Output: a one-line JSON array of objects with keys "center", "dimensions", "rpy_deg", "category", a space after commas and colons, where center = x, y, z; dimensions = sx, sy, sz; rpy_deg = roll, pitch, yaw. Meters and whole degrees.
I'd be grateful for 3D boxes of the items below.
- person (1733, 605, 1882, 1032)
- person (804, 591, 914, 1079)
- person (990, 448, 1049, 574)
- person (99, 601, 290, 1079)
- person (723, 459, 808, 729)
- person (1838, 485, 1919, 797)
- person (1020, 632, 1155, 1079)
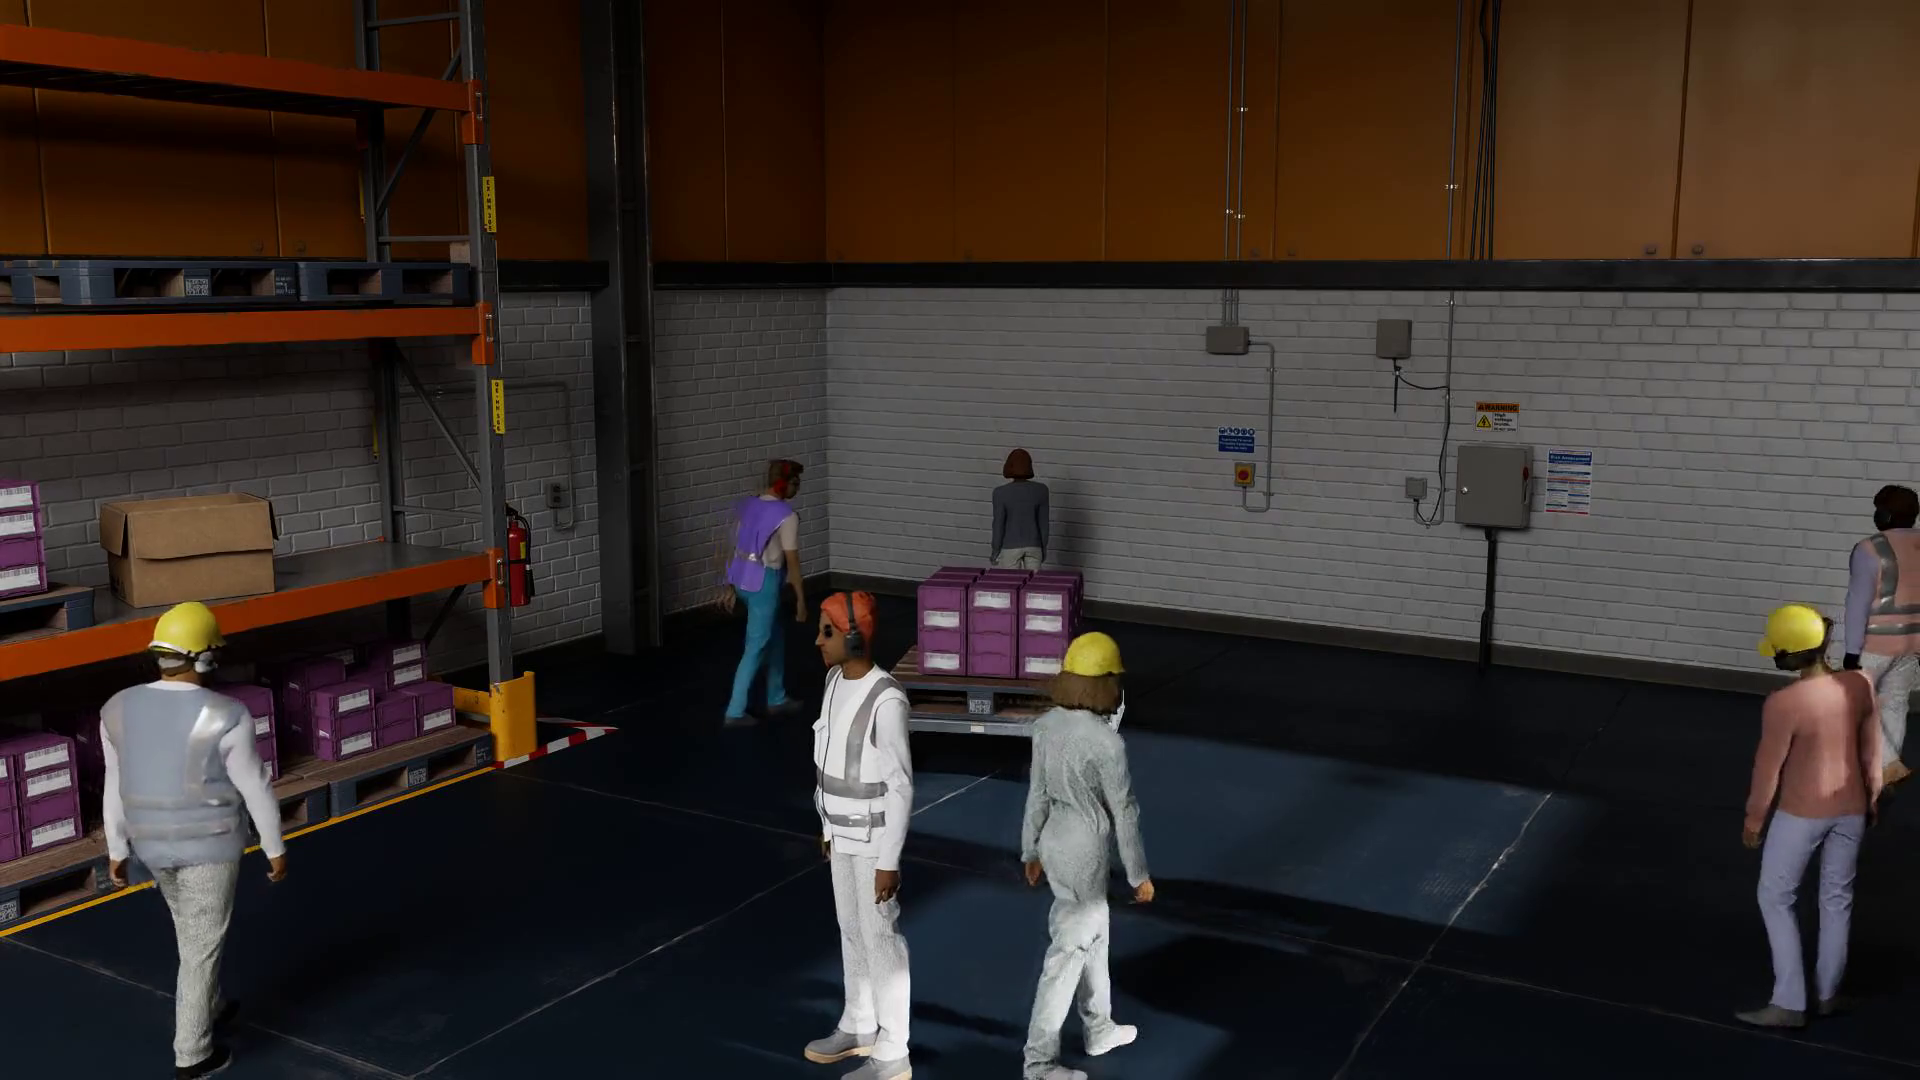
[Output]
[{"center": [3.431, 1.112, 6.691], "dimensions": [0.640, 1.724, 0.333], "rpy_deg": [-2, 9, -12], "category": "person"}, {"center": [-0.367, 1.109, 6.190], "dimensions": [0.346, 1.881, 0.578], "rpy_deg": [-5, 10, -27], "category": "person"}, {"center": [0.482, 0.080, 13.383], "dimensions": [0.498, 1.634, 0.278], "rpy_deg": [-3, 10, -21], "category": "person"}, {"center": [-2.848, 1.119, 6.351], "dimensions": [0.631, 1.806, 0.721], "rpy_deg": [2, 9, 12], "category": "person"}, {"center": [-1.279, 0.357, 11.141], "dimensions": [0.814, 1.798, 0.584], "rpy_deg": [-7, 11, -35], "category": "person"}, {"center": [5.329, 0.600, 9.536], "dimensions": [0.625, 1.833, 0.496], "rpy_deg": [-2, 9, -14], "category": "person"}, {"center": [0.521, 1.190, 6.209], "dimensions": [0.747, 1.712, 0.490], "rpy_deg": [-5, 10, -28], "category": "person"}]
